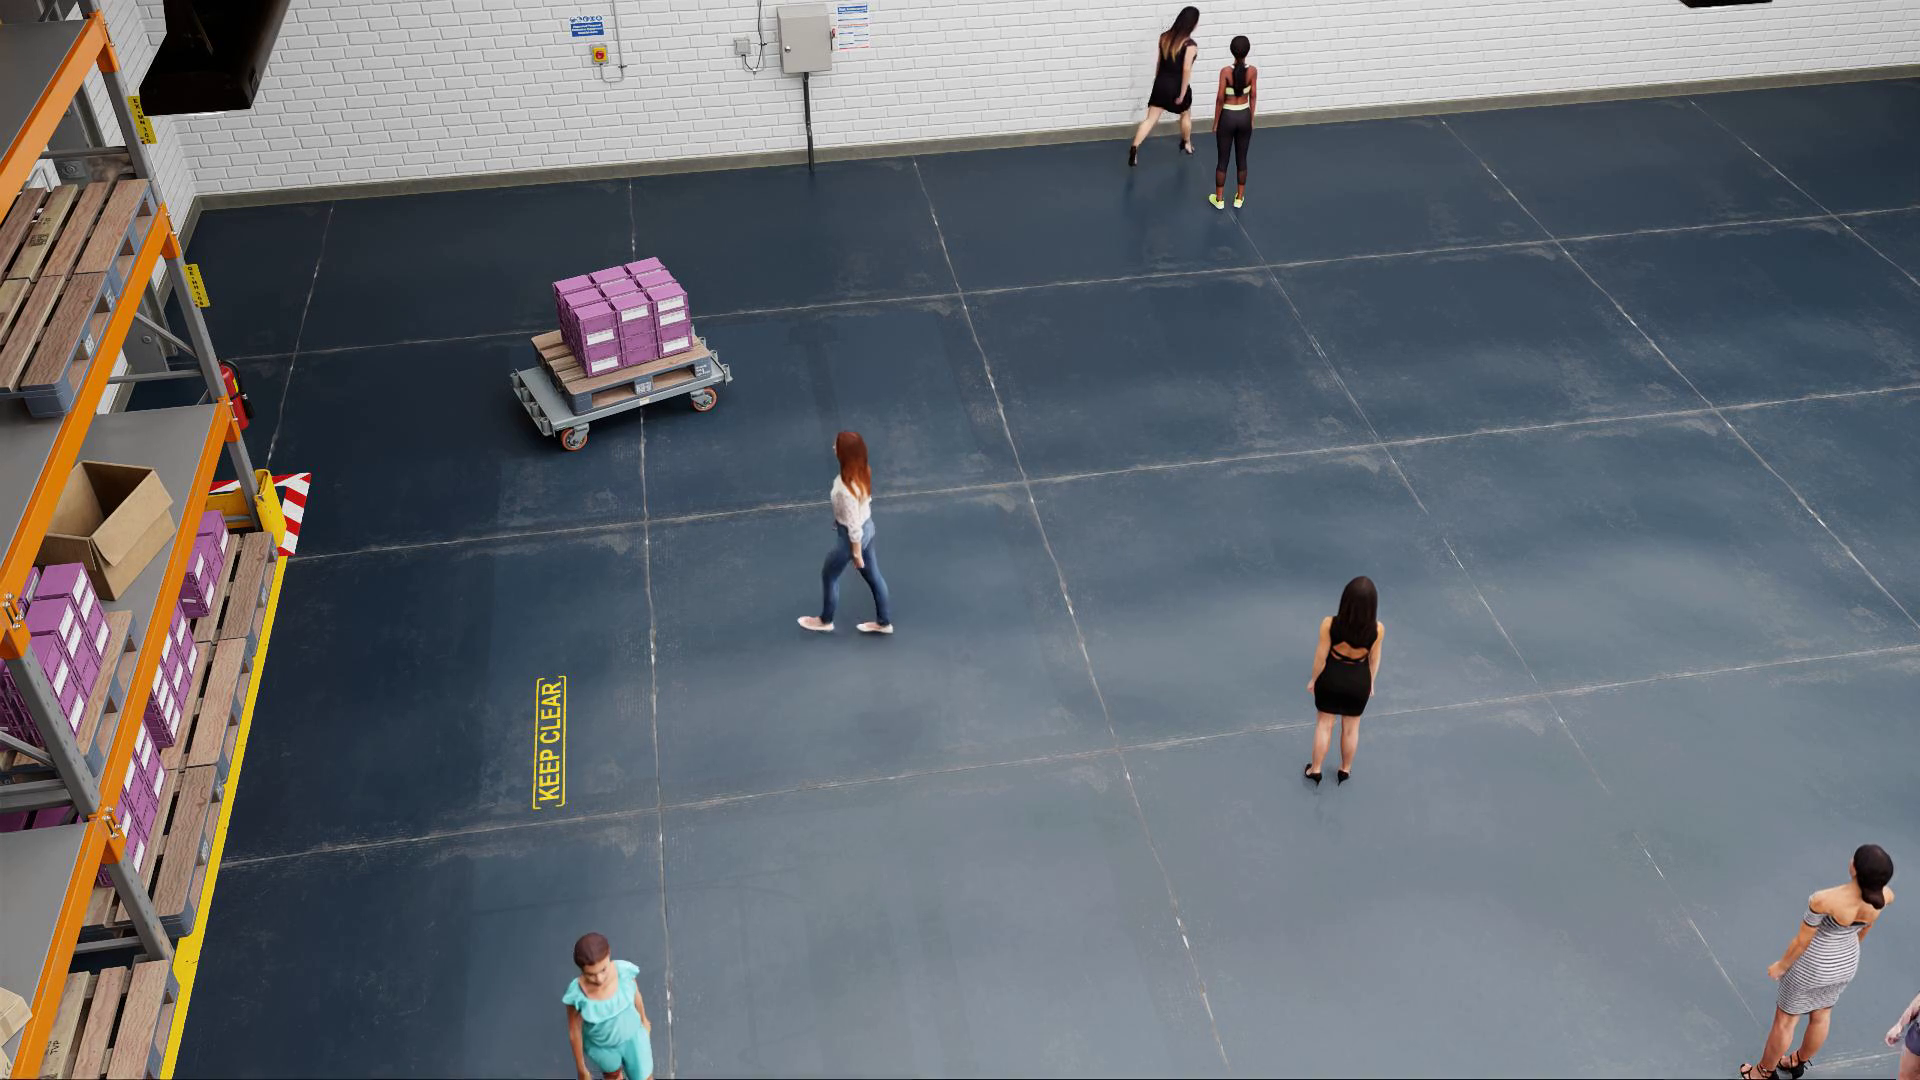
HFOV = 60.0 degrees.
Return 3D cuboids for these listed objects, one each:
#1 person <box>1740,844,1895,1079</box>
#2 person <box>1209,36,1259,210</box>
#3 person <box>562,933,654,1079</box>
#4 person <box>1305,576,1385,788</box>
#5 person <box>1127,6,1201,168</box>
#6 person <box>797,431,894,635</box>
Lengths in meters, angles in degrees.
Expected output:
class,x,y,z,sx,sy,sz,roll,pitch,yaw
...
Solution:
class,x,y,z,sx,sy,sz,roll,pitch,yaw
person,4.388,2.198,8.477,0.585,1.822,0.507,-6,39,-8
person,2.716,-4.115,16.436,0.583,1.755,0.537,-2,39,-2
person,-1.769,2.450,8.389,0.707,1.539,0.923,-17,41,-20
person,2.359,0.898,10.243,0.609,1.650,0.582,5,39,7
person,2.102,-4.566,17.094,1.148,1.639,1.222,-32,48,-34
person,-0.633,-0.012,11.339,0.886,1.705,0.934,11,40,14
